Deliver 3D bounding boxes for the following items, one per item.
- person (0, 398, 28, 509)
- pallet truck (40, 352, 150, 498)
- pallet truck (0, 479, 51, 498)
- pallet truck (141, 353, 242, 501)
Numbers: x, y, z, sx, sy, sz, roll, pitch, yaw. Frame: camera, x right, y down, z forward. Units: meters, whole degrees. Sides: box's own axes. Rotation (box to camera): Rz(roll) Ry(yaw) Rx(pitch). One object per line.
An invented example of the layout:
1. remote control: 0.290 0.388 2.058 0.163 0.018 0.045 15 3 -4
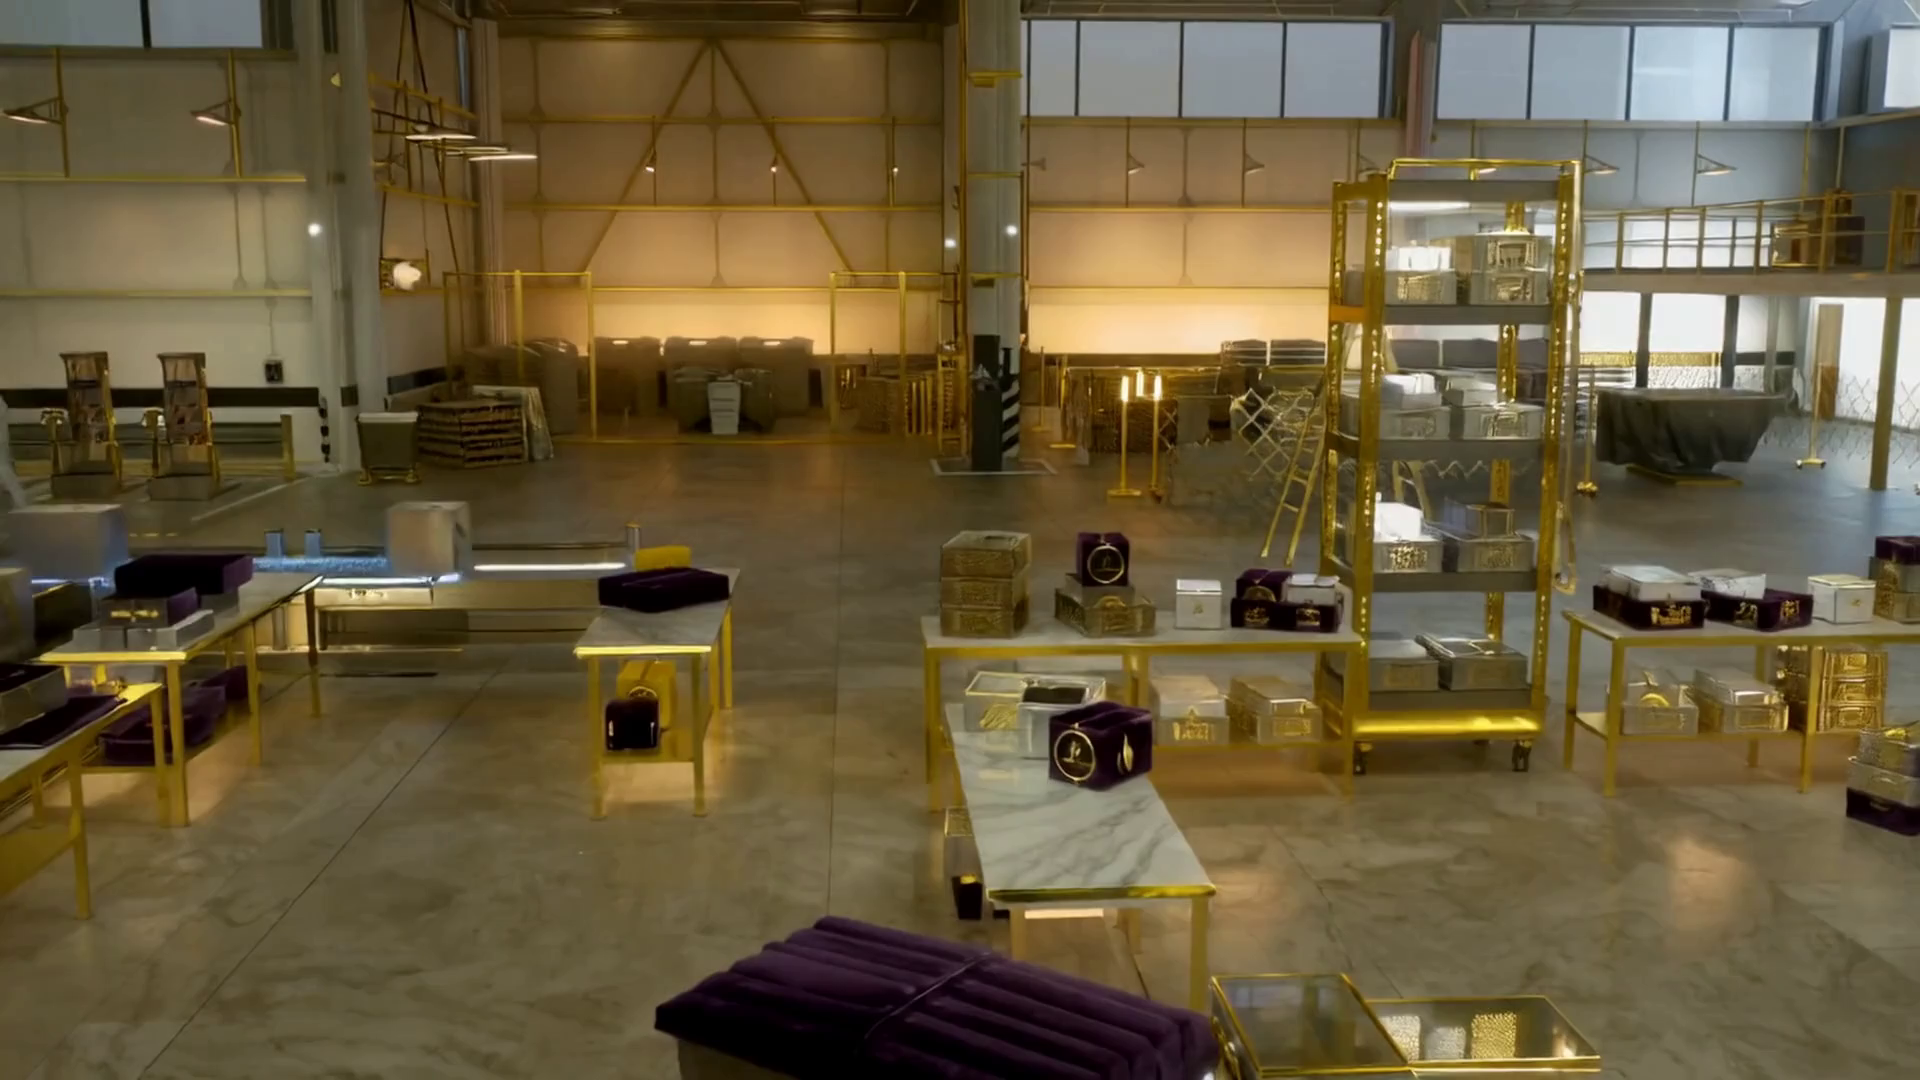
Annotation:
1. person: -11.825 -1.083 20.108 0.989 1.855 0.641 -7 12 -38
2. pallet truck: -11.907 -1.642 23.165 0.823 1.965 1.885 0 9 0
3. pallet truck: -13.193 -1.293 23.148 0.653 1.274 1.630 -1 9 -4
4. pallet truck: -10.520 -1.604 22.925 0.823 1.965 1.885 -1 9 -6
